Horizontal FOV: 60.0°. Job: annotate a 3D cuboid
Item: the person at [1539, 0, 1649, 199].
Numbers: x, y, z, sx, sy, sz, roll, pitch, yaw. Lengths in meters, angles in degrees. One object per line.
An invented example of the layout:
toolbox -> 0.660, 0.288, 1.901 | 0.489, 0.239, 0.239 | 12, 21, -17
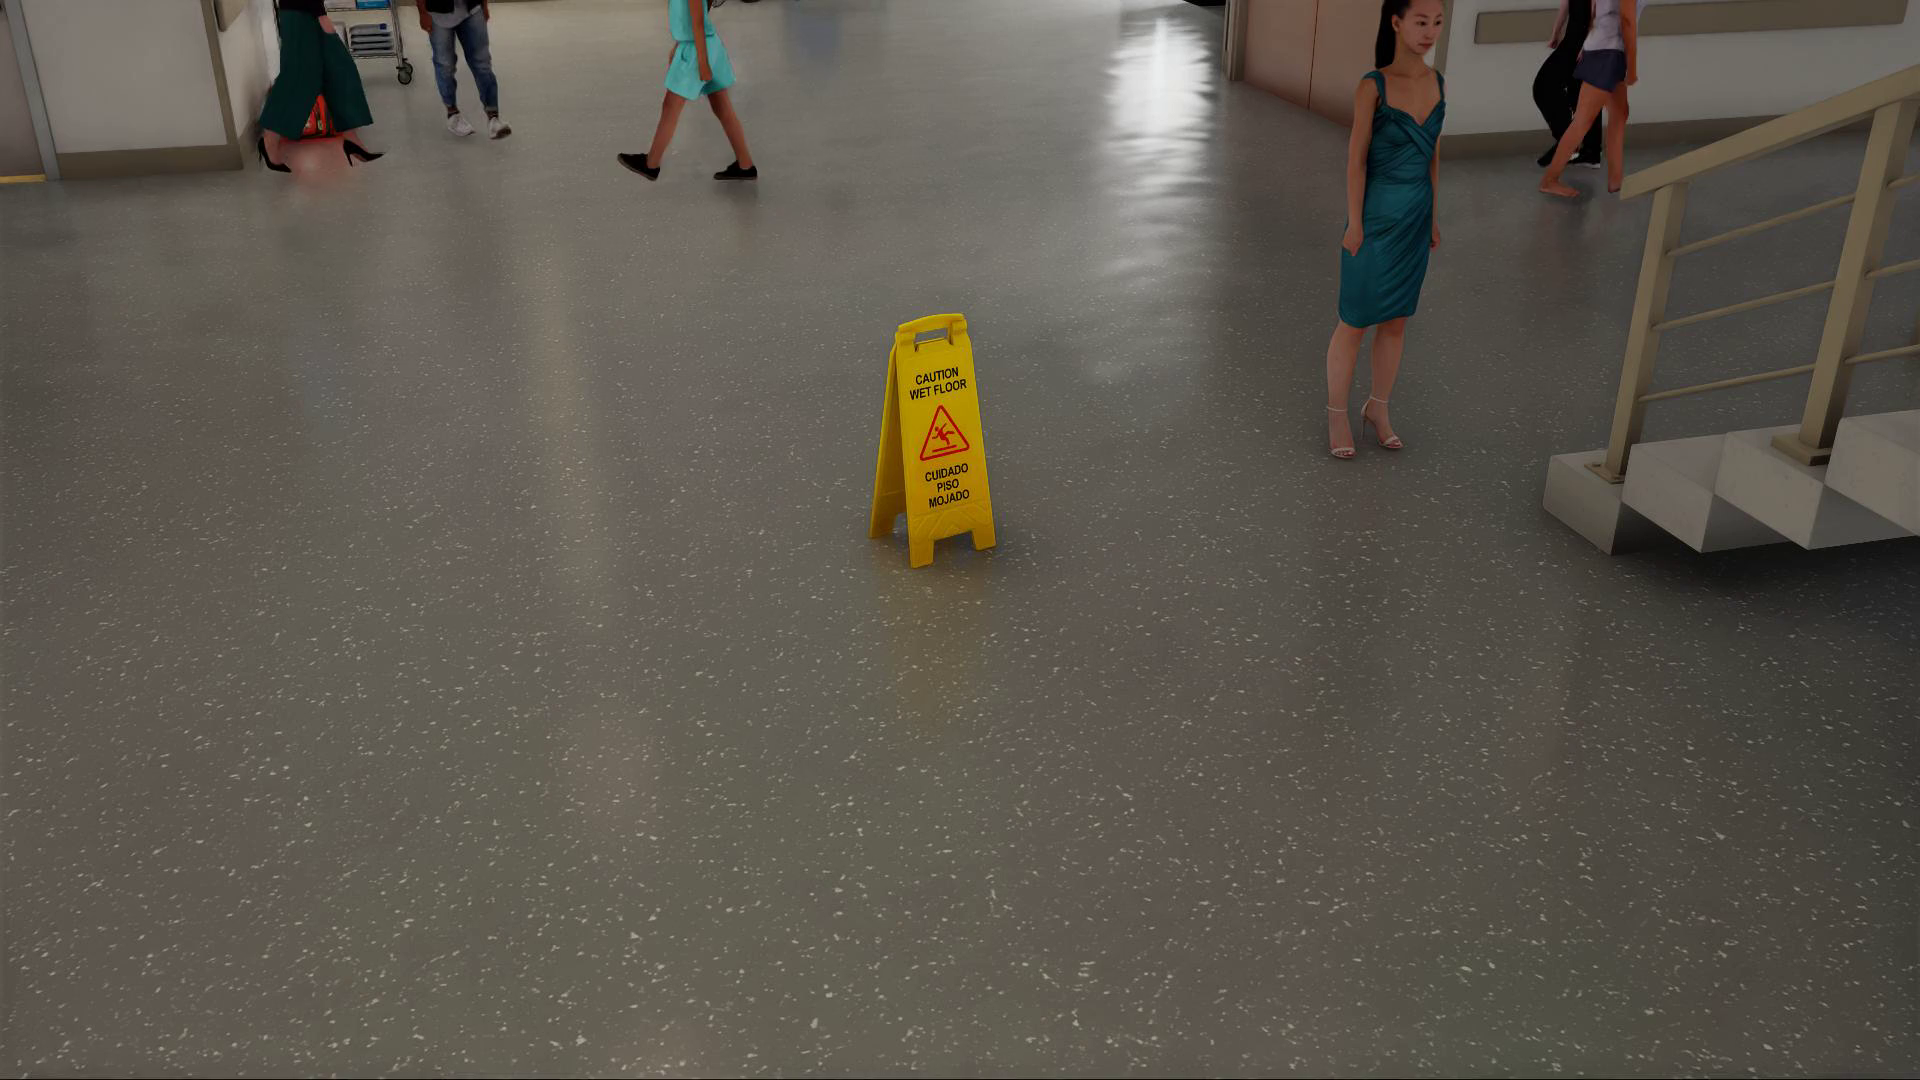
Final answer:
person -> 3.594, -2.743, 9.439 | 0.915, 1.597, 0.915 | 6, 26, 13

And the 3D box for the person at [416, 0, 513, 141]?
person -> -3.347, -3.501, 10.808 | 0.960, 1.773, 1.178 | -19, 32, -35

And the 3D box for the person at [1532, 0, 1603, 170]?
person -> 3.814, -3.038, 9.914 | 0.909, 1.716, 0.817 | 4, 26, 8

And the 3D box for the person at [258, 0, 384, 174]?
person -> -3.981, -3.045, 9.935 | 0.803, 1.709, 0.930 | -8, 27, -16

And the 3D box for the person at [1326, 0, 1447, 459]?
person -> 1.534, -1.120, 5.964 | 0.577, 1.692, 0.522 | -11, 28, -21

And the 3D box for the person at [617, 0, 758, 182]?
person -> -1.443, -2.809, 9.672 | 0.830, 1.512, 1.038 | 2, 26, 3
